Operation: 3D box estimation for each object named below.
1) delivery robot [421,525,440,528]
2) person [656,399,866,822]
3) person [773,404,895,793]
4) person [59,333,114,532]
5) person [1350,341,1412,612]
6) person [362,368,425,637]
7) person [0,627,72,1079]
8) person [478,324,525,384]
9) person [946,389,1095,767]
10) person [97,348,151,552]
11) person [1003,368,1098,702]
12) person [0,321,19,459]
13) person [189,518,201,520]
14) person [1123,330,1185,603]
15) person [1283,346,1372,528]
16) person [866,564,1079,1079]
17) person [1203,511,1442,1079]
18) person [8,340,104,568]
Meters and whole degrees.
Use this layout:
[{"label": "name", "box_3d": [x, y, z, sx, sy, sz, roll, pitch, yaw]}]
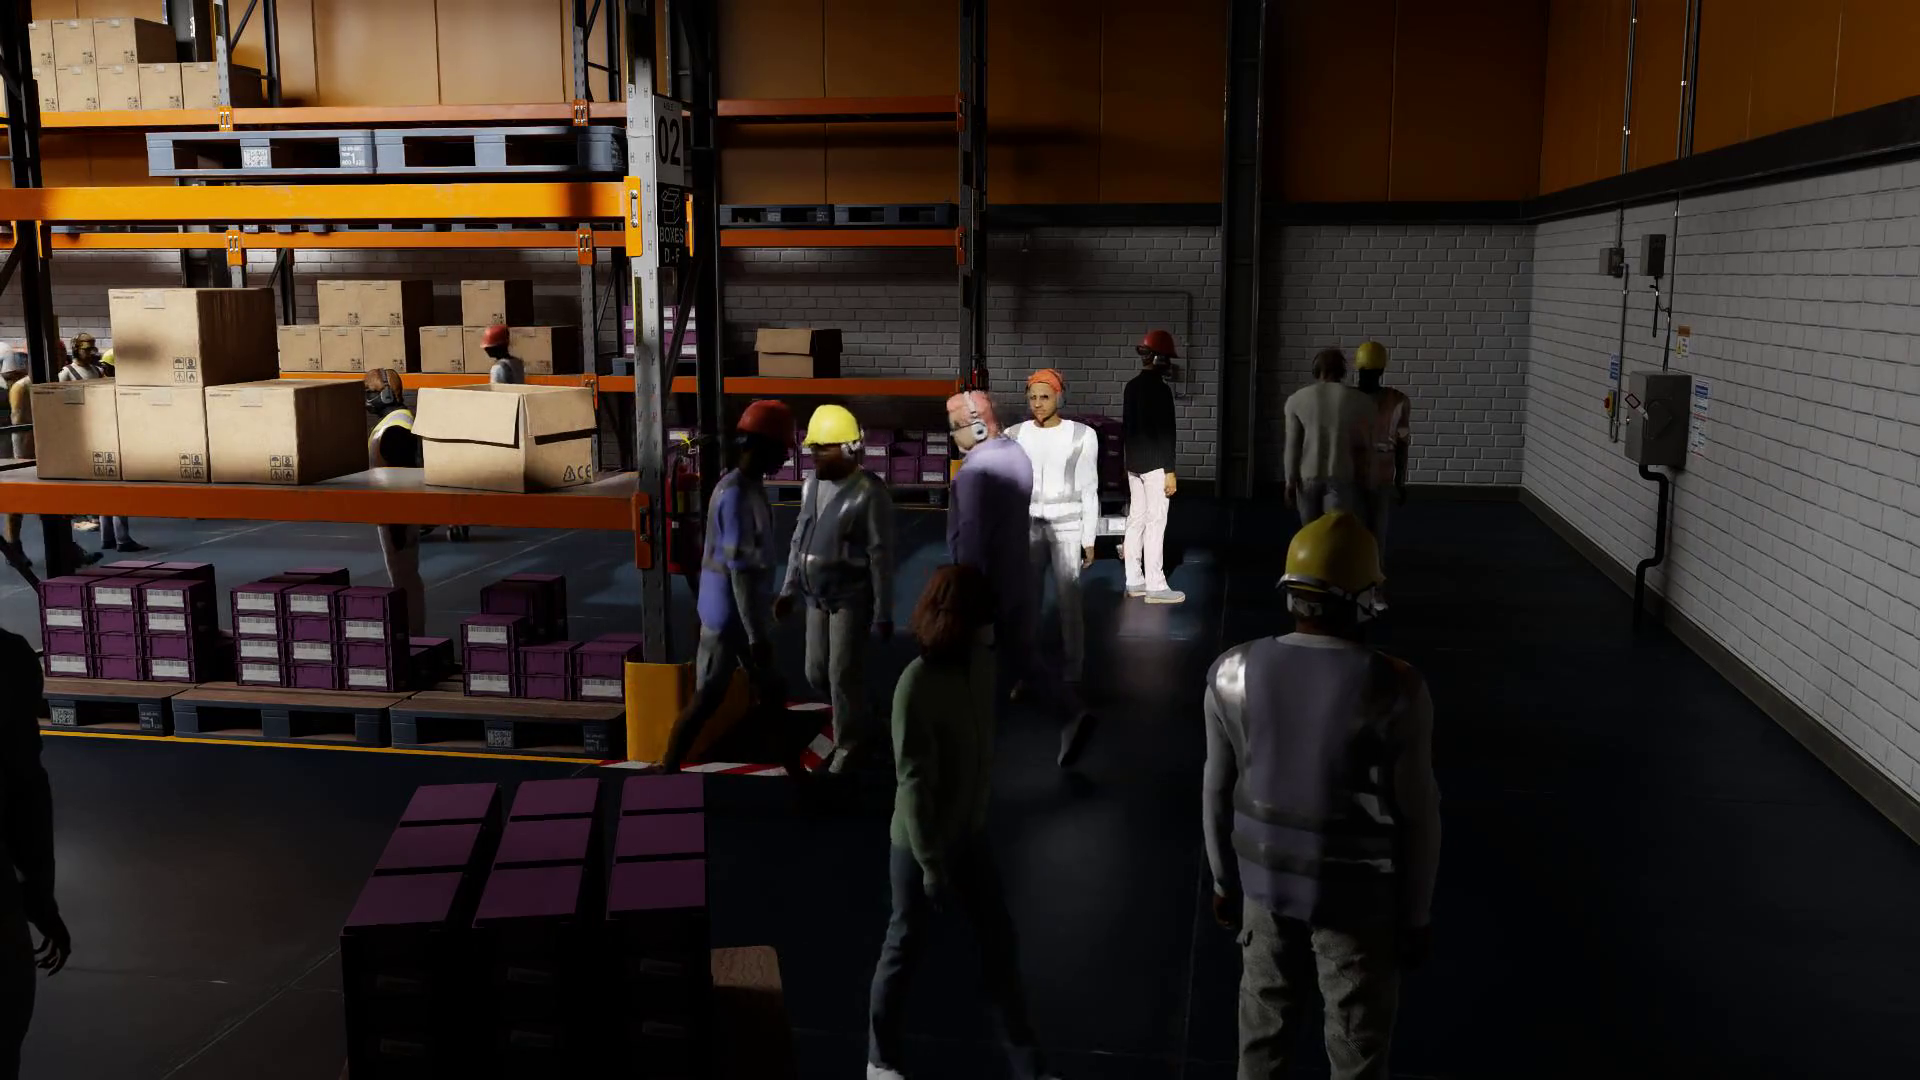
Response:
[{"label": "delivery robot", "box_3d": [-4.739, -0.314, 14.938, 0.707, 0.478, 0.477, 2, 9, 12]}, {"label": "person", "box_3d": [-0.941, 0.323, 7.240, 0.994, 1.863, 0.557, 1, 9, 7]}, {"label": "person", "box_3d": [-0.532, 0.262, 7.814, 0.525, 1.814, 0.604, -7, 12, -39]}, {"label": "person", "box_3d": [-8.141, -1.006, 15.533, 0.330, 1.843, 0.520, 3, 9, 15]}, {"label": "person", "box_3d": [2.891, -0.445, 11.807, 0.589, 1.924, 0.384, 1, 9, 6]}, {"label": "person", "box_3d": [-3.456, -0.133, 10.157, 0.428, 1.836, 0.626, -3, 10, -19]}, {"label": "person", "box_3d": [-2.274, 0.865, 3.630, 0.361, 1.938, 0.635, 6, 11, 35]}, {"label": "person", "box_3d": [-4.373, -1.122, 16.037, 0.396, 1.910, 0.587, 1, 9, 8]}, {"label": "person", "box_3d": [0.220, 0.208, 8.000, 0.821, 1.869, 0.673, 4, 10, 25]}, {"label": "person", "box_3d": [-7.276, -0.779, 14.391, 0.523, 1.764, 0.331, 7, 12, 38]}, {"label": "person", "box_3d": [0.493, -0.021, 9.332, 0.576, 1.879, 0.348, 3, 10, 18]}, {"label": "person", "box_3d": [-10.400, -1.490, 17.929, 0.683, 2.000, 0.537, 1, 9, 6]}, {"label": "person", "box_3d": [-7.686, -1.099, 16.321, 0.627, 1.768, 0.955, -7, 11, -35]}, {"label": "person", "box_3d": [1.410, -0.537, 12.170, 0.384, 1.991, 0.609, -4, 10, -24]}, {"label": "person", "box_3d": [2.593, -0.408, 11.724, 0.649, 1.899, 0.828, 2, 9, 12]}, {"label": "person", "box_3d": [0.041, 0.865, 4.674, 0.765, 1.598, 0.517, 6, 11, 33]}, {"label": "person", "box_3d": [0.892, 0.842, 4.101, 0.588, 1.835, 0.404, 6, 11, 34]}, {"label": "person", "box_3d": [-7.436, -0.688, 13.479, 0.948, 1.868, 0.640, 3, 10, 16]}]
